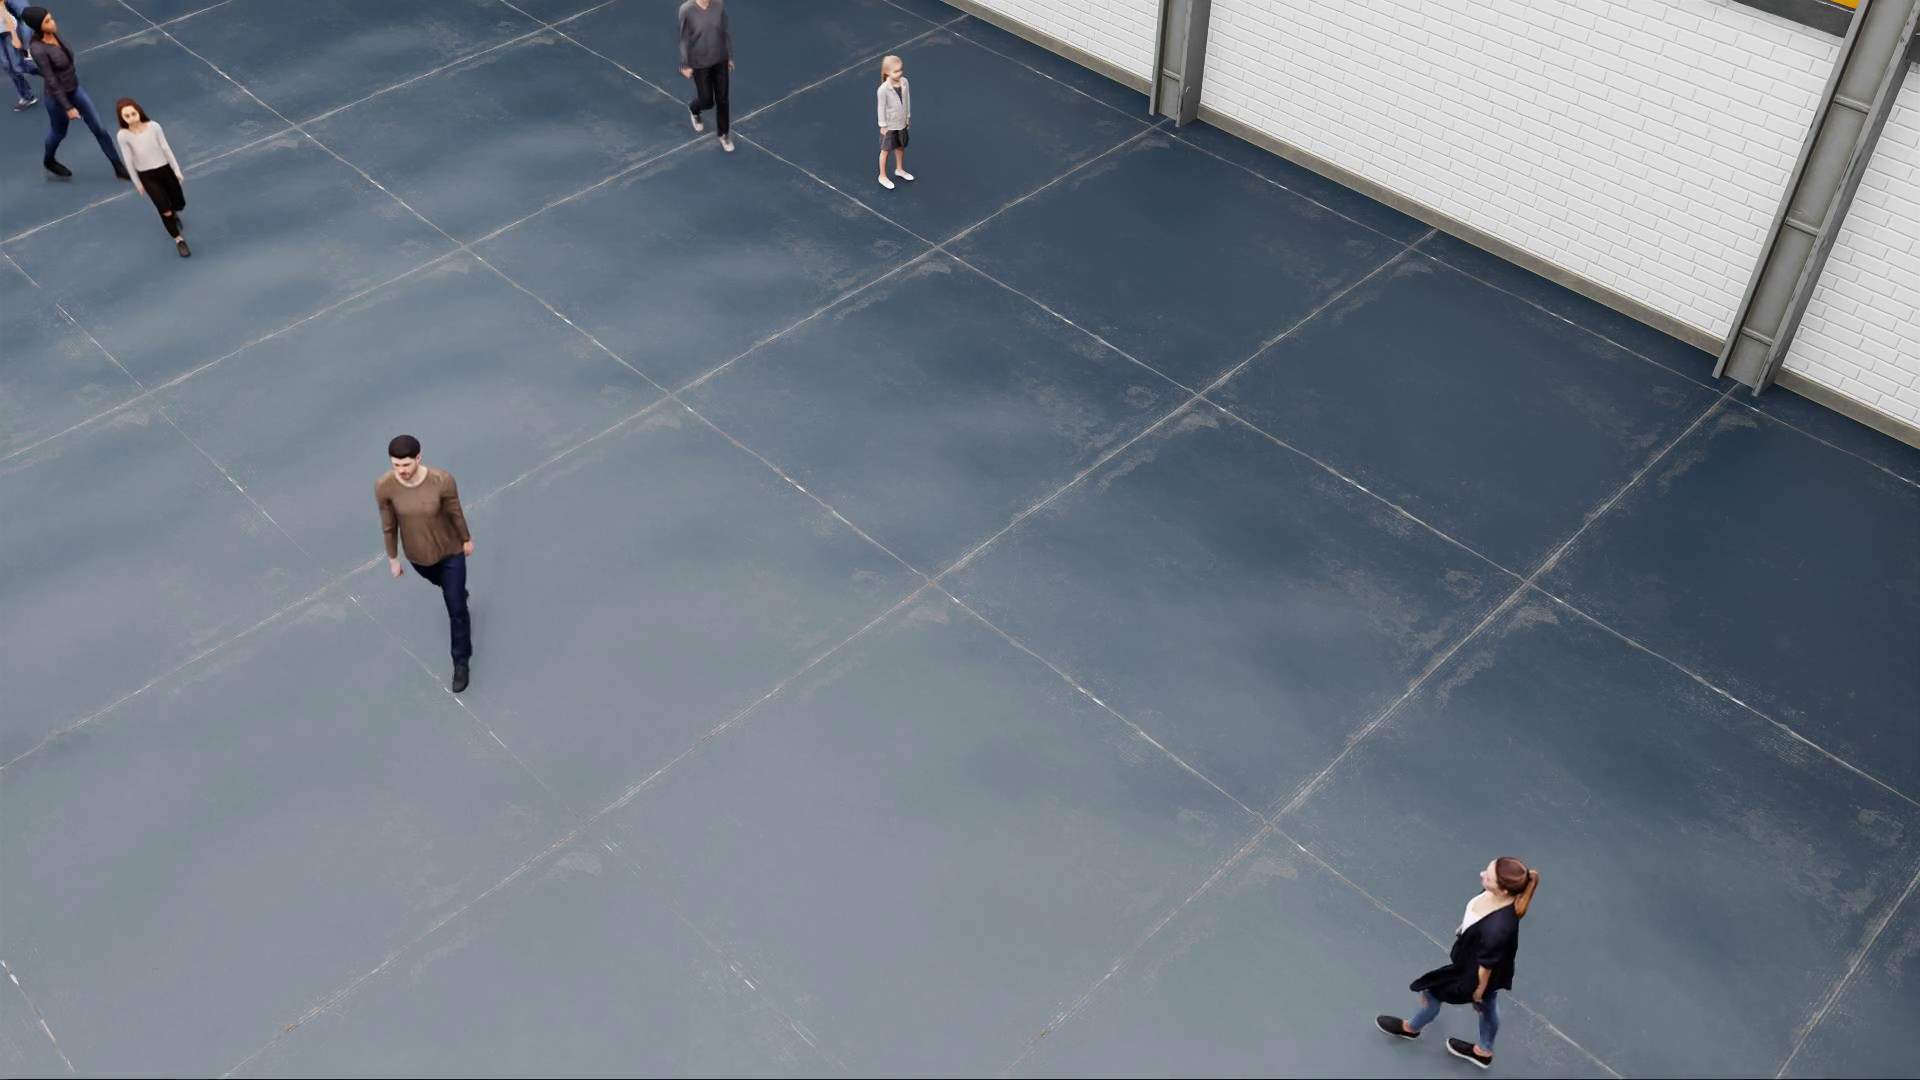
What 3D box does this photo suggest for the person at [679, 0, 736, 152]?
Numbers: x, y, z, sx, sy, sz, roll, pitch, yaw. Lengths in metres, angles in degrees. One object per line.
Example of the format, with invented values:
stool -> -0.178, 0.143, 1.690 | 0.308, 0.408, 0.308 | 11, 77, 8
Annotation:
person -> -2.402, -4.533, 15.638 | 0.747, 1.746, 0.894 | -25, 49, -24

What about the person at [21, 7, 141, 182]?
person -> -8.209, -3.994, 15.107 | 1.256, 1.698, 1.051 | 6, 44, 6

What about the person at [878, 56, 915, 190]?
person -> -0.612, -3.856, 15.270 | 0.517, 1.274, 0.535 | -29, 51, -27

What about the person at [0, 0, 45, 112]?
person -> -9.294, -4.999, 16.271 | 0.789, 1.548, 0.765 | 17, 46, 17

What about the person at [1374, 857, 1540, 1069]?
person -> 2.784, 2.232, 8.601 | 0.955, 1.657, 0.788 | 20, 47, 20

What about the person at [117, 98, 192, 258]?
person -> -6.985, -3.186, 14.423 | 0.607, 1.472, 0.798 | -28, 50, -26

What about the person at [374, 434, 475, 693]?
person -> -3.413, -0.002, 10.815 | 1.151, 1.838, 1.266 | -3, 44, -3
